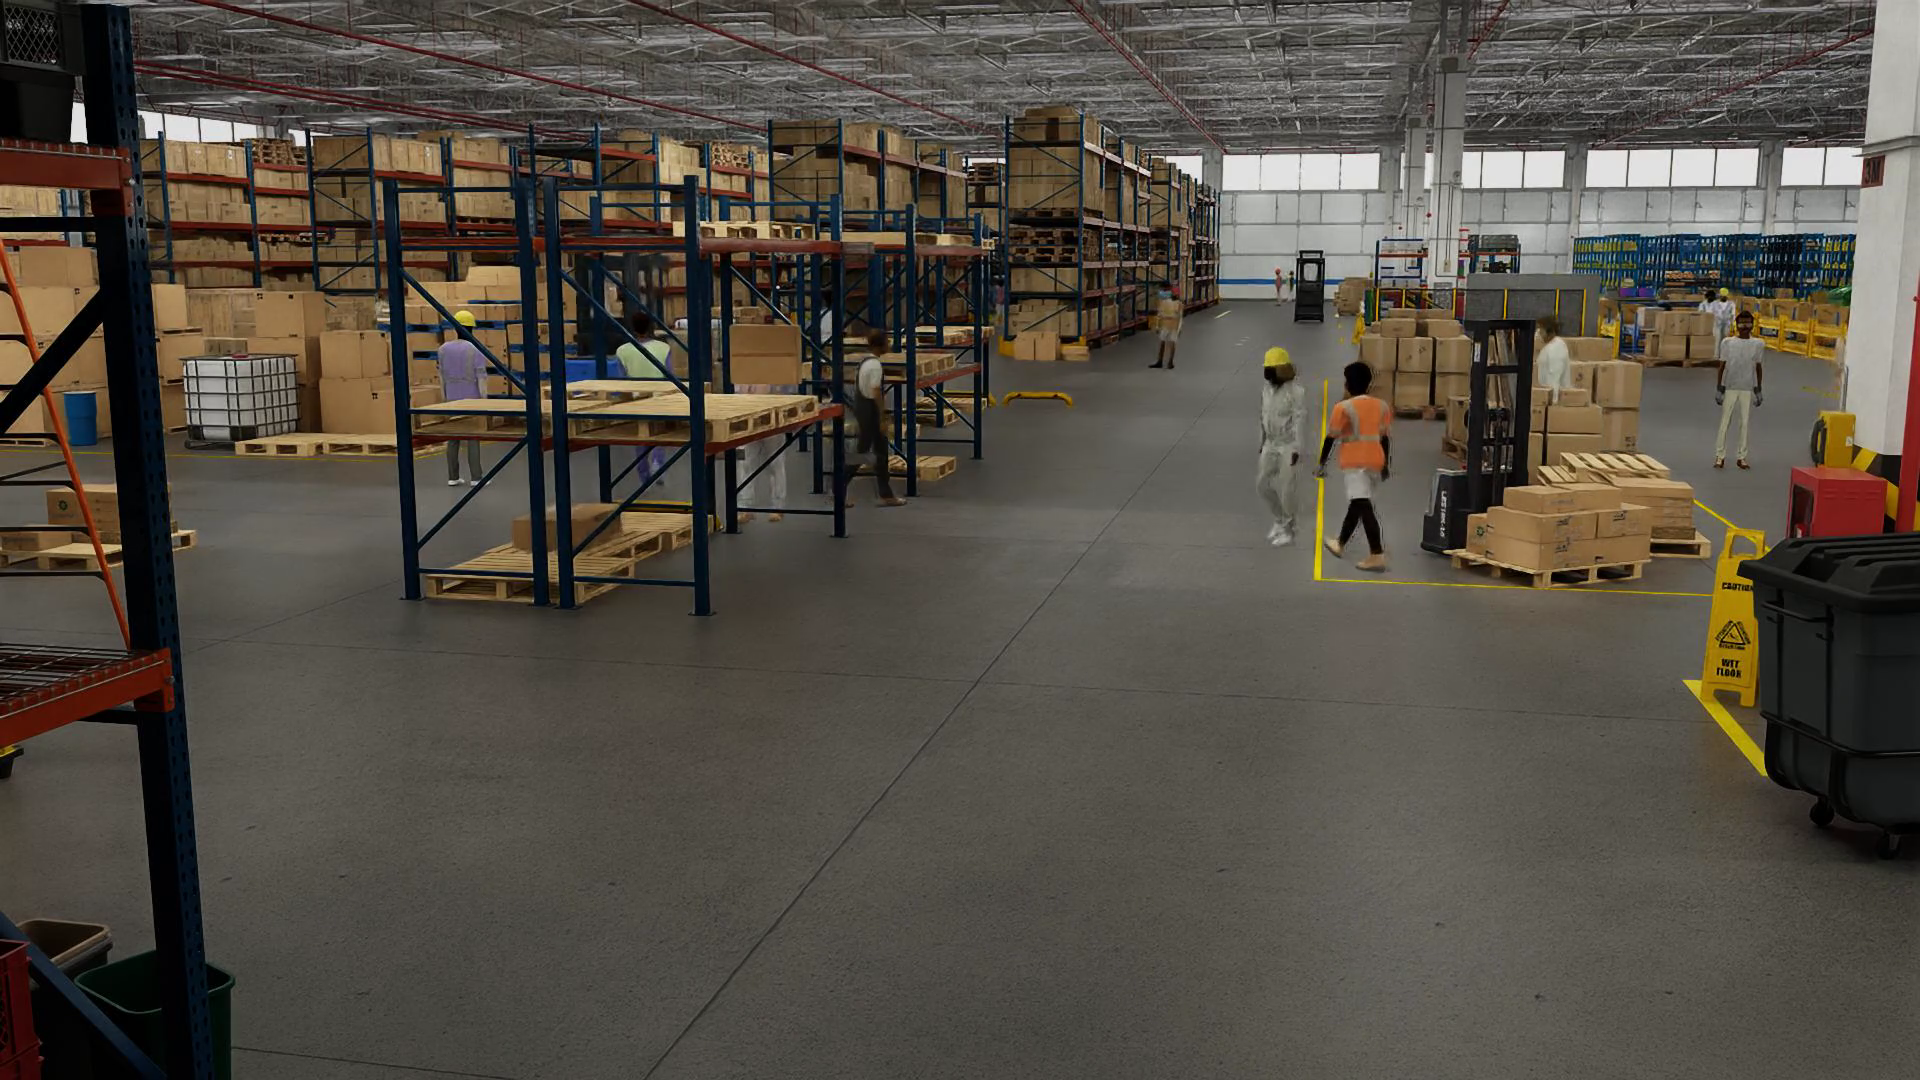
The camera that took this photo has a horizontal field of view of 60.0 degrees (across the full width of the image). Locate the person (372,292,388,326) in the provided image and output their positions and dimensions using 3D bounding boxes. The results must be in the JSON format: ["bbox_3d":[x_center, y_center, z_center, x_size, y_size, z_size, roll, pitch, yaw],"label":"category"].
[{"bbox_3d":[-15.549,-5.850,44.663,0.502,1.587,0.897,9,13,43],"label":"person"}]

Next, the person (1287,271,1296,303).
[{"bbox_3d":[18.727,-14.273,93.868,0.568,1.826,0.629,-2,10,-14],"label":"person"}]

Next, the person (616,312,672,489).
[{"bbox_3d":[-3.389,-1.497,17.956,0.637,1.900,0.479,-1,10,-8],"label":"person"}]

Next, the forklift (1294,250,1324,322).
[{"bbox_3d":[13.778,-10.002,65.433,1.129,2.768,1.873,2,10,12],"label":"forklift"}]

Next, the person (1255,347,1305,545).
[{"bbox_3d":[2.763,-0.807,14.400,0.387,1.724,0.518,-8,12,-38],"label":"person"}]

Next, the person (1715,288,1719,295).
[{"bbox_3d":[40.140,-13.308,88.179,0.902,1.801,0.583,5,11,27],"label":"person"}]

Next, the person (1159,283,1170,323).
[{"bbox_3d":[7.222,-8.184,58.264,0.561,1.654,0.576,-4,11,-24],"label":"person"}]

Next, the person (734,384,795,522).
[{"bbox_3d":[-1.861,-1.077,15.668,0.630,1.840,0.429,2,10,13],"label":"person"}]

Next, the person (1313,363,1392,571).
[{"bbox_3d":[3.177,-0.601,13.385,0.550,1.632,0.893,-5,11,-26],"label":"person"}]

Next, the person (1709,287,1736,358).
[{"bbox_3d":[18.265,-5.158,39.927,0.600,1.811,0.701,2,10,9],"label":"person"}]

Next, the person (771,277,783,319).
[{"bbox_3d":[-5.961,-7.588,53.984,0.392,1.920,0.587,-3,10,-19],"label":"person"}]

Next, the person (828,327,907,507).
[{"bbox_3d":[-0.964,-1.208,16.571,0.784,1.797,0.636,-2,10,-13],"label":"person"}]

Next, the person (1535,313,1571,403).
[{"bbox_3d":[6.425,-1.468,17.788,0.645,1.914,0.653,2,10,10],"label":"person"}]

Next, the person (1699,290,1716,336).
[{"bbox_3d":[19.393,-5.623,43.059,0.535,1.686,0.425,3,10,17],"label":"person"}]

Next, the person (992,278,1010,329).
[{"bbox_3d":[1.456,-8.344,58.754,0.627,1.829,0.453,-5,11,-28],"label":"person"}]

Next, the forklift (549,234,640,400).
[{"bbox_3d":[-5.007,-2.943,23.633,1.129,2.768,1.873,2,10,12],"label":"forklift"}]

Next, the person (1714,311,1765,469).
[{"bbox_3d":[9.214,-1.767,19.654,0.519,1.873,0.328,3,10,17],"label":"person"}]

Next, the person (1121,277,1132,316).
[{"bbox_3d":[6.015,-8.574,60.017,0.954,1.864,0.648,3,10,18],"label":"person"}]

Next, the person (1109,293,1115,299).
[{"bbox_3d":[6.460,-10.238,70.521,0.283,1.633,0.500,-2,10,-12],"label":"person"}]

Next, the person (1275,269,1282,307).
[{"bbox_3d":[16.665,-13.216,87.132,0.415,1.985,0.611,1,10,7],"label":"person"}]

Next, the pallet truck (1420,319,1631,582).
[{"bbox_3d":[4.543,-0.757,13.299,0.823,1.965,1.885,-4,10,-22],"label":"pallet truck"}]

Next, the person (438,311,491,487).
[{"bbox_3d":[-5.400,-1.537,18.169,0.585,1.917,0.409,3,10,17],"label":"person"}]

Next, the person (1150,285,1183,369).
[{"bbox_3d":[4.680,-4.794,37.539,0.707,1.887,0.488,2,10,11],"label":"person"}]

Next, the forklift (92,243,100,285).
[{"bbox_3d":[-18.673,-5.182,36.892,1.873,2.768,1.129,2,10,12],"label":"forklift"}]

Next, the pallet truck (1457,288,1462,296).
[{"bbox_3d":[20.506,-9.785,68.819,0.653,1.274,1.630,2,10,12],"label":"pallet truck"}]

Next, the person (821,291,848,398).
[{"bbox_3d":[-2.312,-3.514,29.875,0.614,1.914,1.030,4,10,21],"label":"person"}]
